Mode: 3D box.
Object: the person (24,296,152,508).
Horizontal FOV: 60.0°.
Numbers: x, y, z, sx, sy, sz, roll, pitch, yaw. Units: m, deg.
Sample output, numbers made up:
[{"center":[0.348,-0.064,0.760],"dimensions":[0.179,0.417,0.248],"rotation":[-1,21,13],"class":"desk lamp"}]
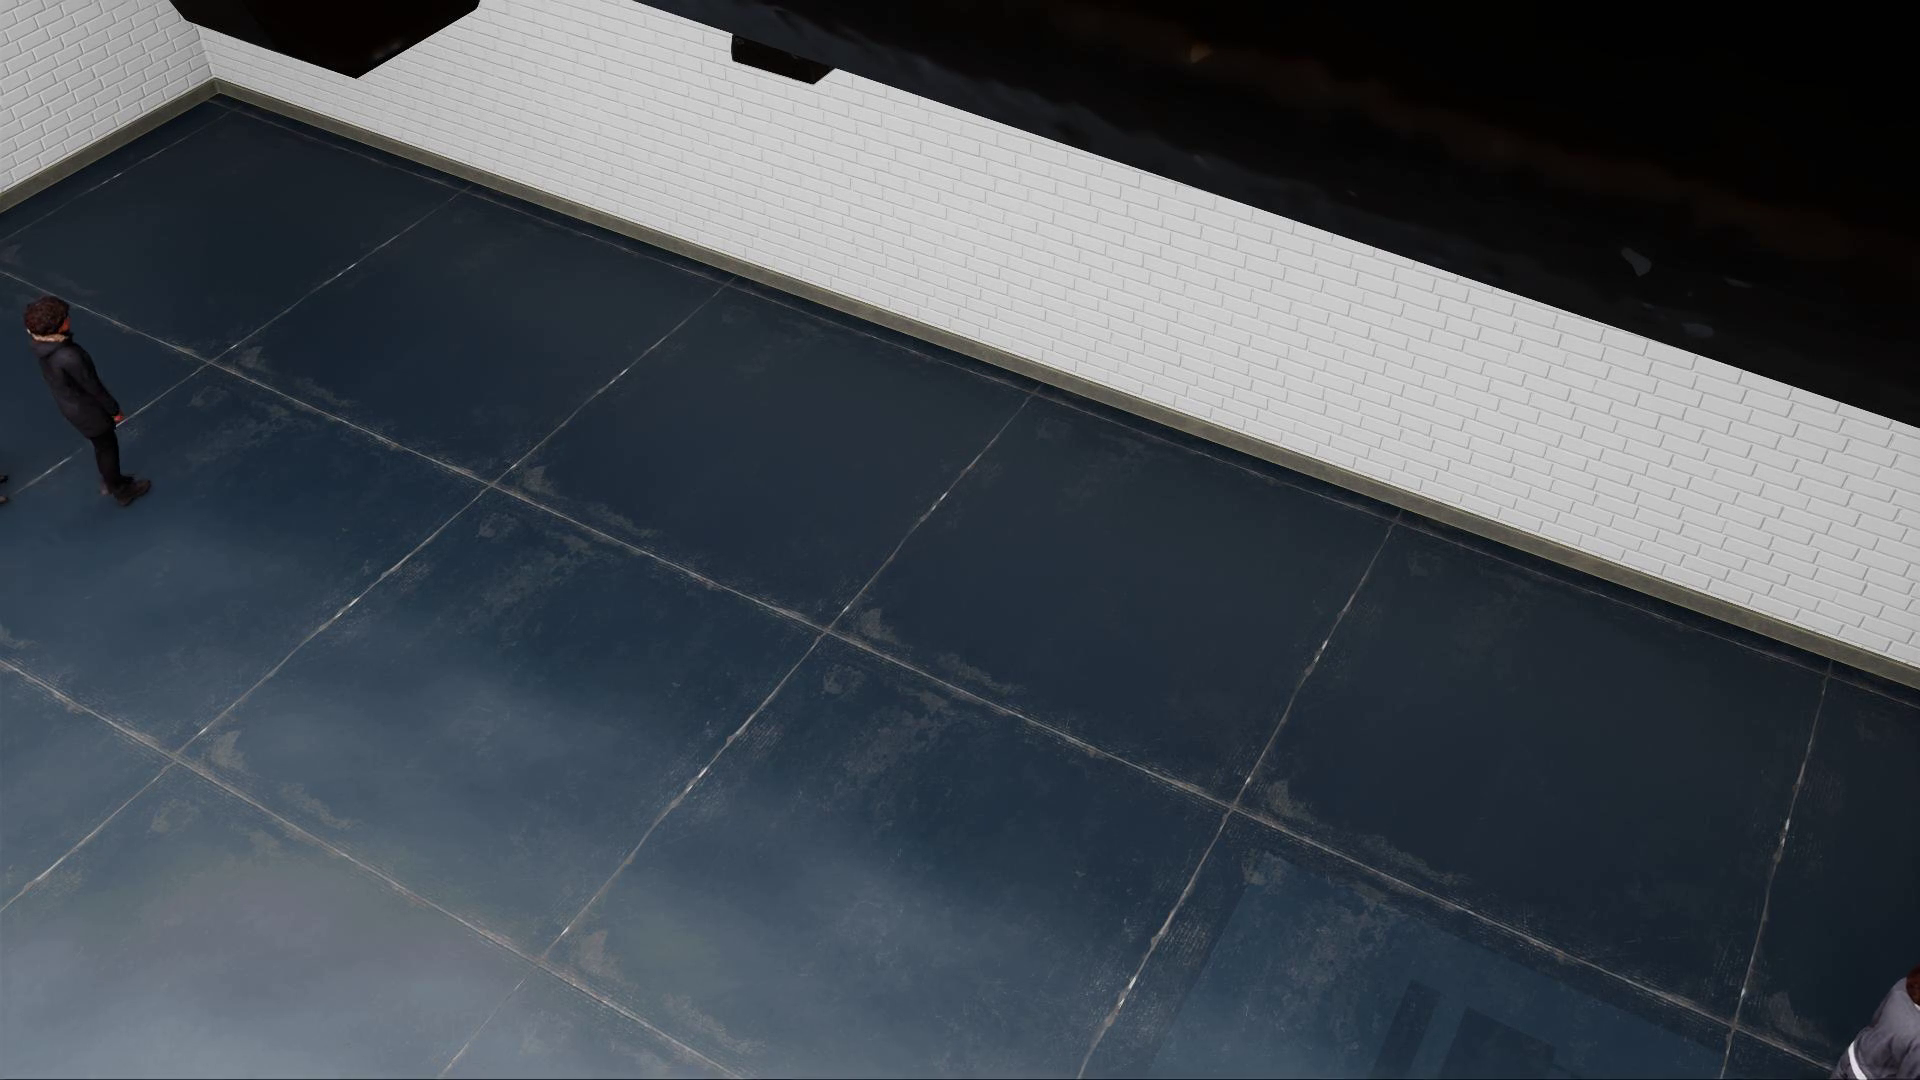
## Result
[{"center":[-6.214,-0.902,11.693],"dimensions":[0.633,1.759,0.577],"rotation":[23,48,22],"class":"person"}]
